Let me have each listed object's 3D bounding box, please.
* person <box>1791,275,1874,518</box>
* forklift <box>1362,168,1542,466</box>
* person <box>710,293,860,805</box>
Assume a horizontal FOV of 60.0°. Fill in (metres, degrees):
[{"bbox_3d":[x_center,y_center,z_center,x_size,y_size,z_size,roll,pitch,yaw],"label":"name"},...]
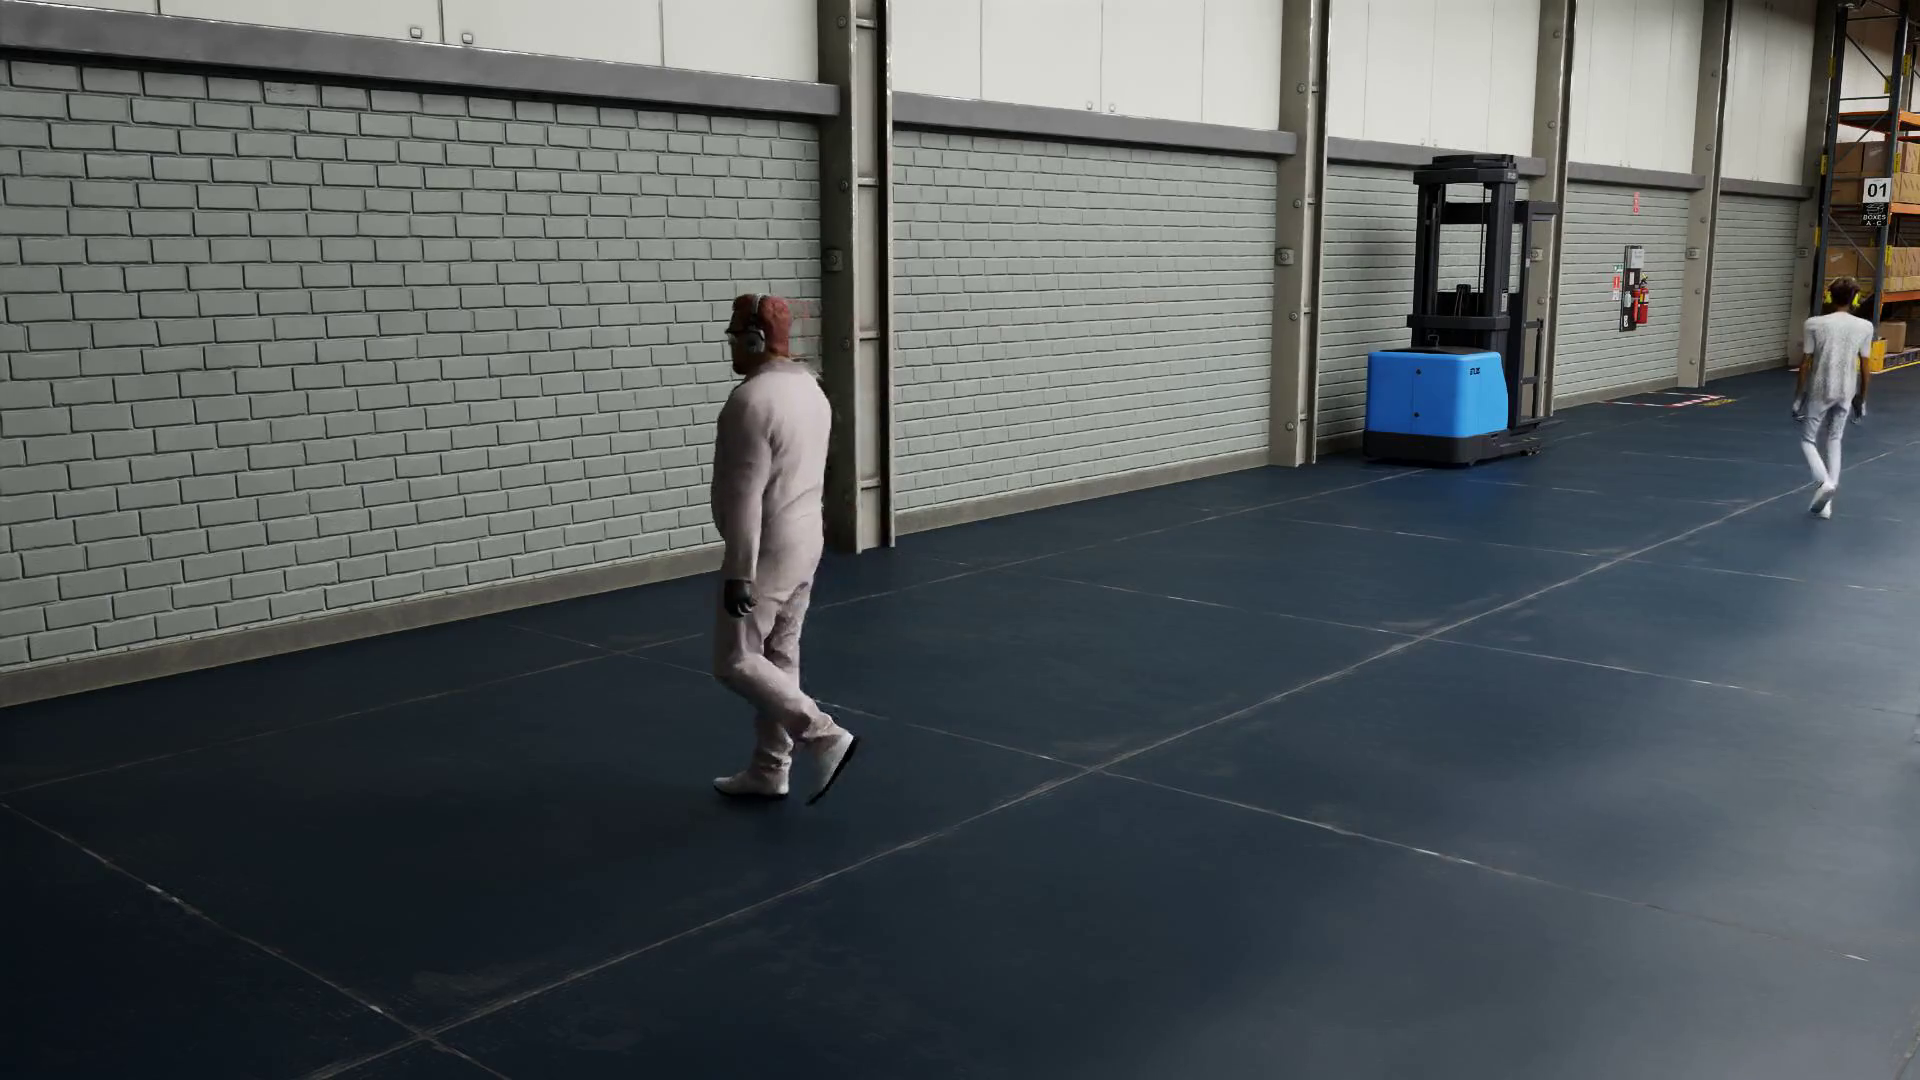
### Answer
[{"bbox_3d":[6.629,-1.081,12.649,0.542,1.852,0.477,2,10,10],"label":"person"},{"bbox_3d":[4.875,-2.212,16.287,1.129,2.768,1.873,8,13,40],"label":"forklift"},{"bbox_3d":[-0.661,0.056,6.052,0.543,1.892,0.668,3,10,18],"label":"person"}]
